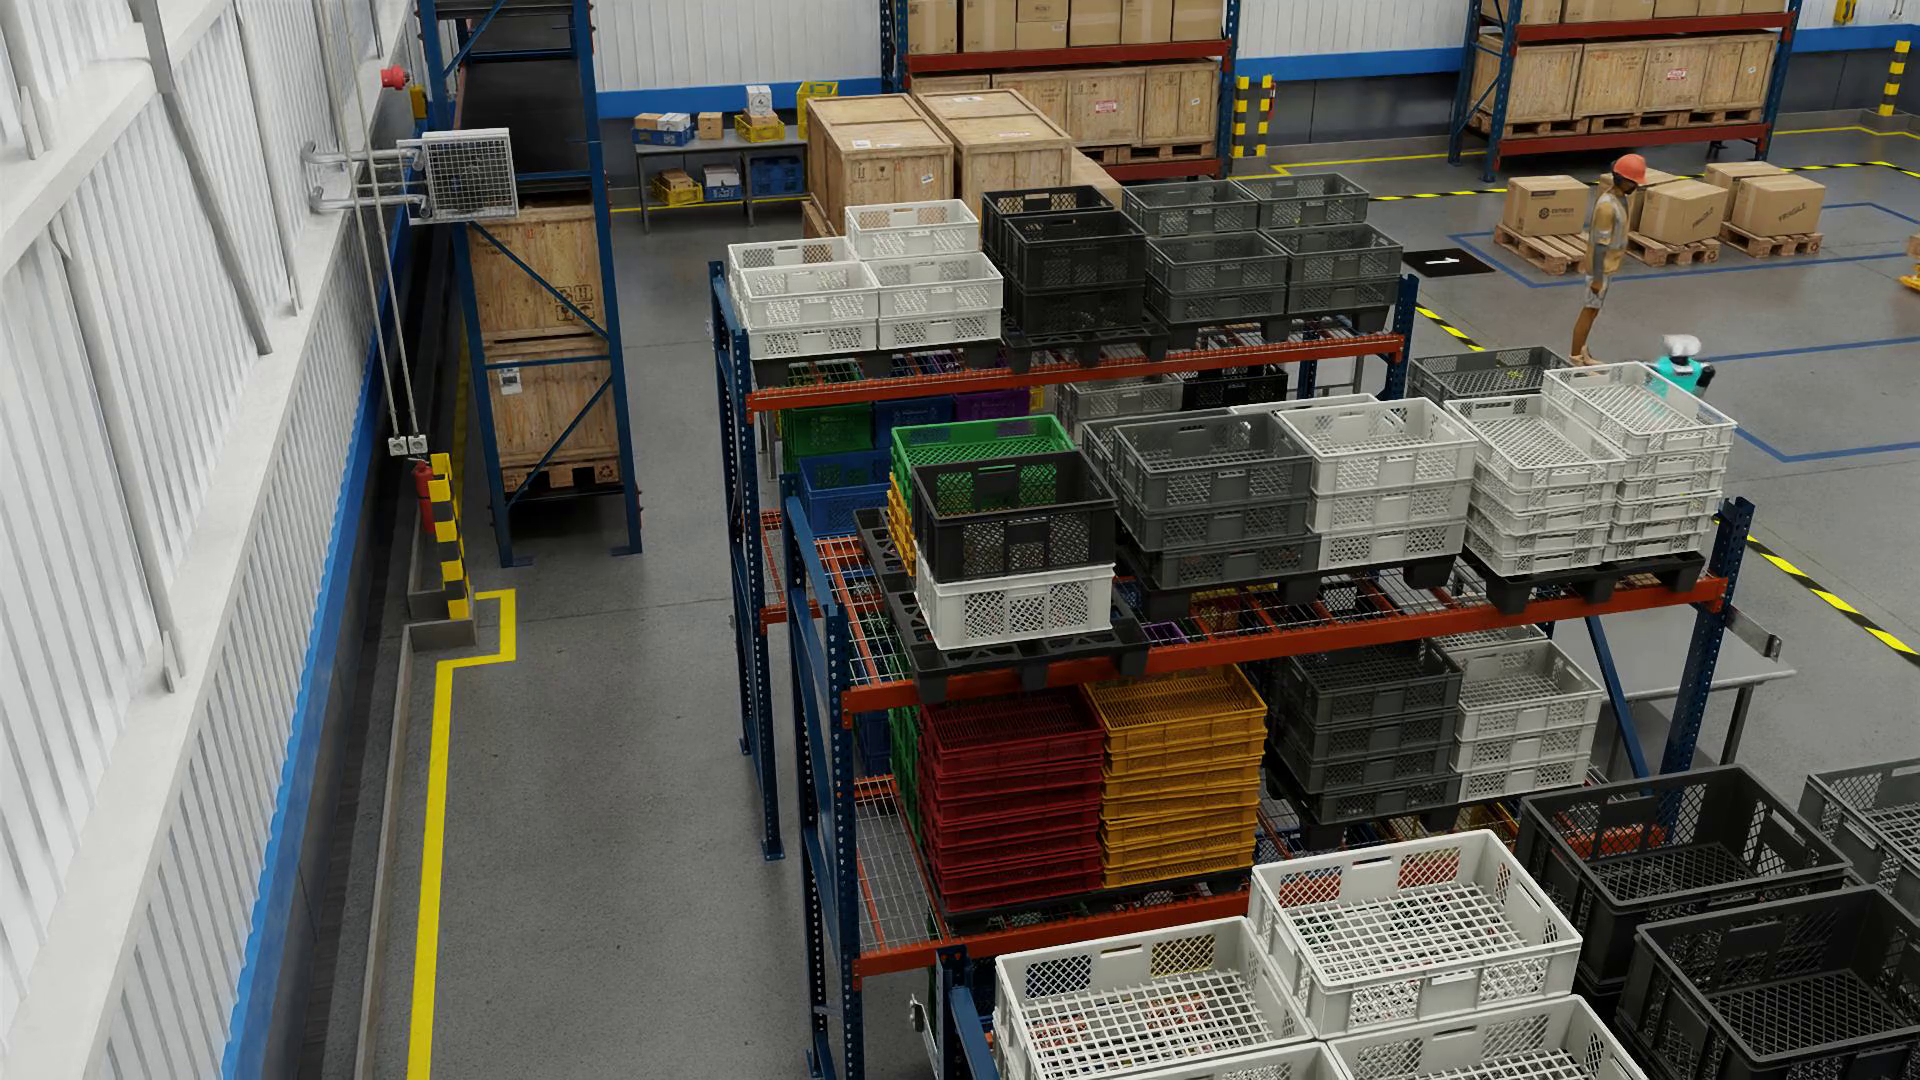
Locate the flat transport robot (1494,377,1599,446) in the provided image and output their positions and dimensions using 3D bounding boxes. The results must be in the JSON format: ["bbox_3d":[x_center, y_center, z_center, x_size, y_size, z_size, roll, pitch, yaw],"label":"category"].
[{"bbox_3d":[4.780,-1.036,14.013,0.659,0.231,1.431,-6,28,-12],"label":"flat transport robot"}]

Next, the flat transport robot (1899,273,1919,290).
[{"bbox_3d":[10.535,-2.695,17.131,1.431,0.197,0.652,-6,28,-12],"label":"flat transport robot"}]

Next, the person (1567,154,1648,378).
[{"bbox_3d":[5.742,-2.421,14.752,0.402,2.030,0.609,15,31,26],"label":"person"}]

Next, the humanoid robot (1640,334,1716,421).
[{"bbox_3d":[4.824,-0.705,11.823,0.559,1.774,0.787,-3,28,-5],"label":"humanoid robot"}]
